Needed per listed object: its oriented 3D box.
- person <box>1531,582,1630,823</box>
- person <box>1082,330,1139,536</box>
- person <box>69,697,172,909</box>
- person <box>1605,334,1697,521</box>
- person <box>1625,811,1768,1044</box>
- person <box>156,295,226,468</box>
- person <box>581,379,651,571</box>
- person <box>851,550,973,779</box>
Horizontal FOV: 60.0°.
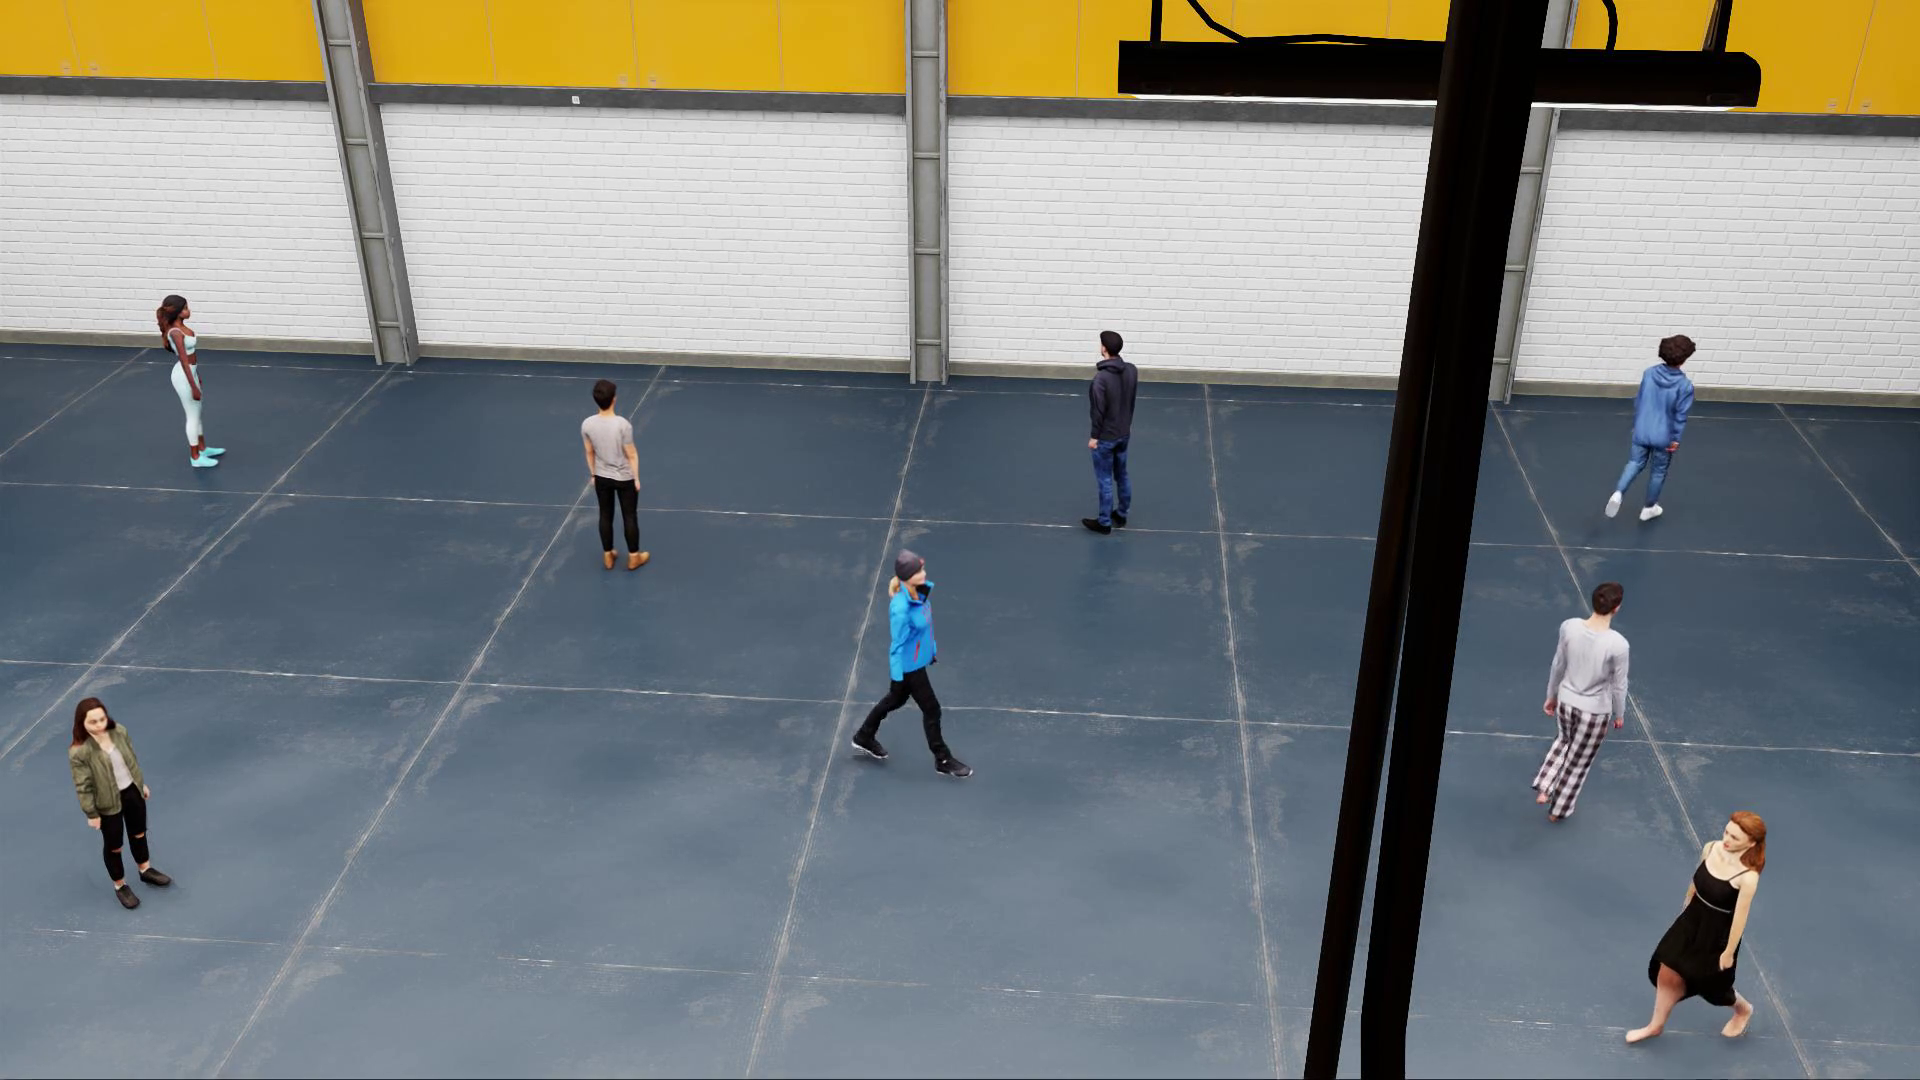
[{"bbox_3d":[4.086,1.124,10.998,0.850,1.836,0.791,-21,35,-34],"label":"person"},{"bbox_3d":[1.344,-0.955,14.751,0.753,1.892,0.802,-24,37,-37],"label":"person"},{"bbox_3d":[-5.311,1.622,10.463,0.616,1.475,0.646,14,31,23],"label":"person"},{"bbox_3d":[6.179,-0.965,14.873,1.056,1.795,0.999,-22,36,-35],"label":"person"},{"bbox_3d":[4.254,2.186,9.293,1.025,1.604,0.795,-8,30,-14],"label":"person"},{"bbox_3d":[-7.429,-1.535,15.990,0.652,1.724,0.639,-10,30,-17],"label":"person"},{"bbox_3d":[-2.959,-0.553,14.195,0.495,1.719,0.682,6,29,10],"label":"person"},{"bbox_3d":[-0.423,0.862,11.567,1.200,1.751,0.801,9,30,16],"label":"person"}]
